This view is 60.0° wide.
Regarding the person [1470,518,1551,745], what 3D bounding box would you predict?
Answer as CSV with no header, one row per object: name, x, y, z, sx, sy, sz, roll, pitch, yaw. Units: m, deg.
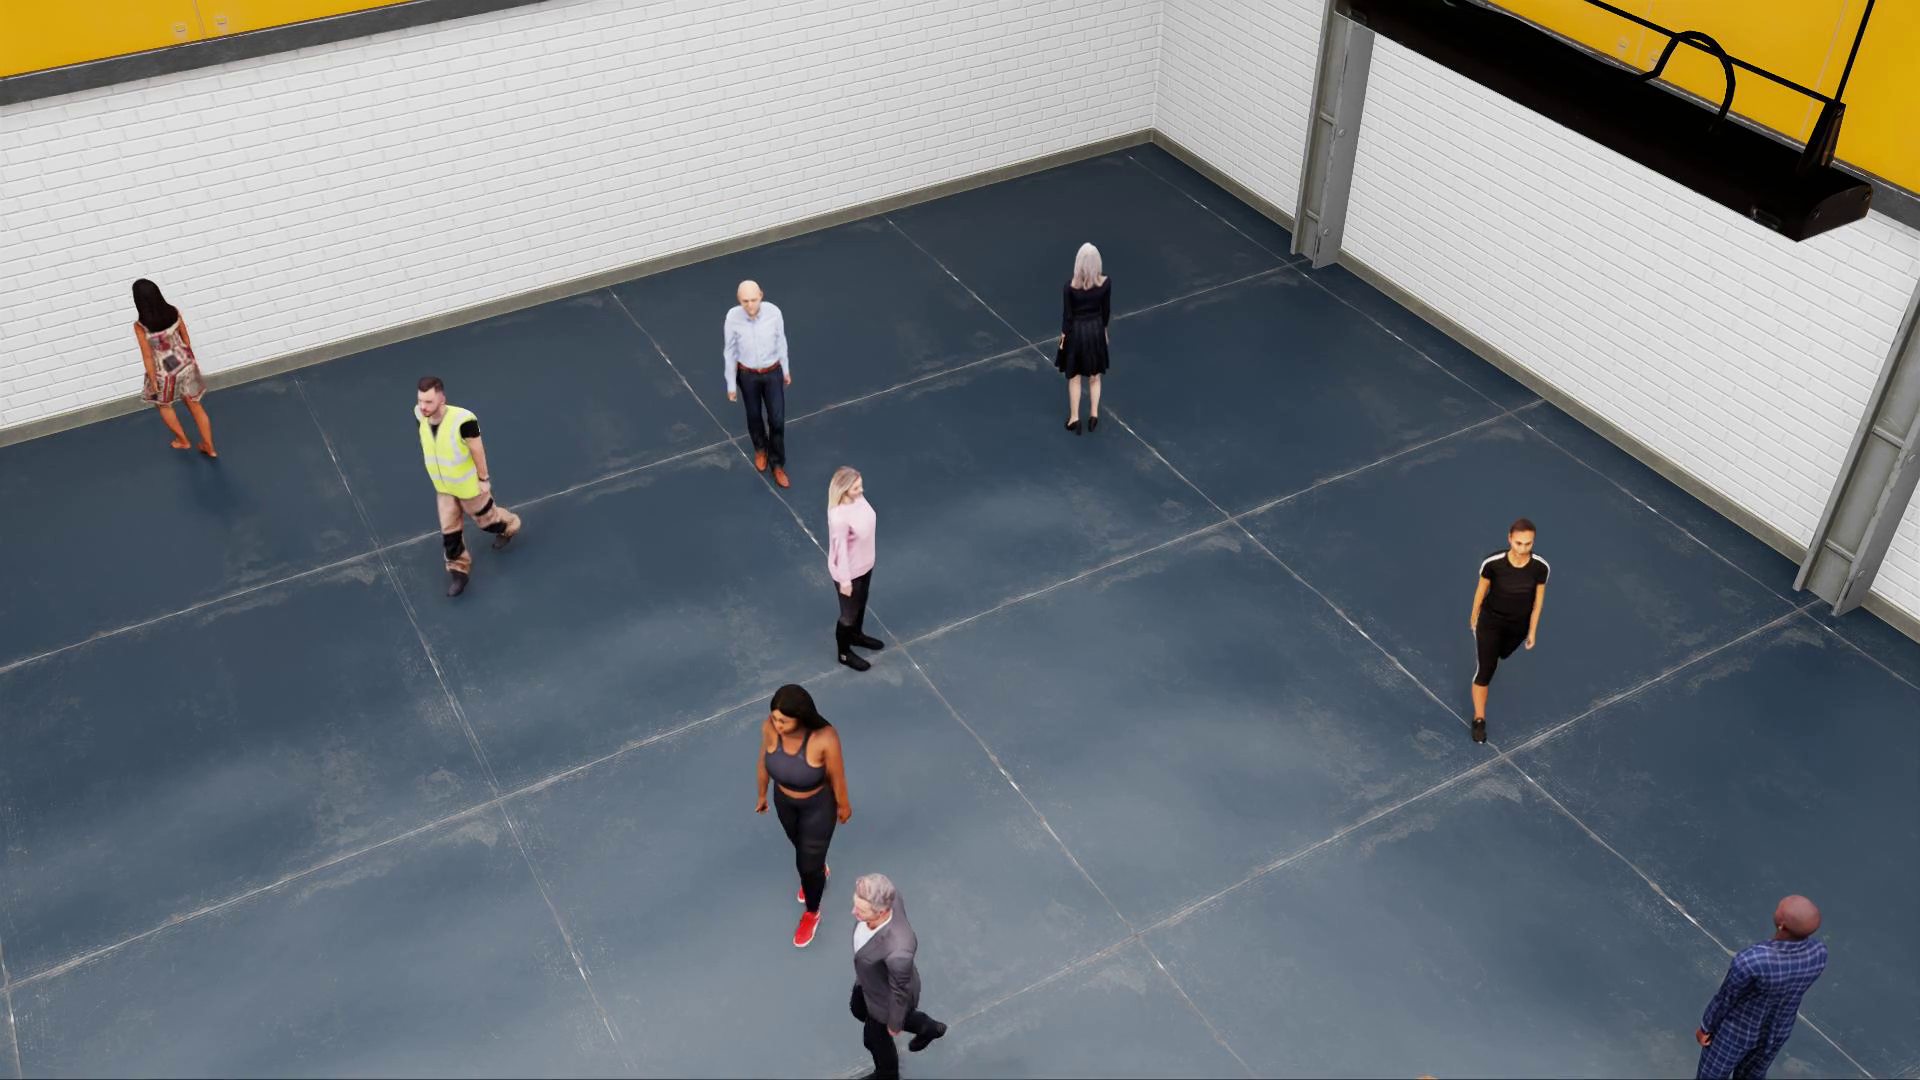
person,3.634,0.491,11.108,1.006,1.639,1.141,5,39,6

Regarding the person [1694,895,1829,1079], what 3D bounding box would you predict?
person,4.069,2.456,8.506,0.723,1.817,0.716,-6,39,-7

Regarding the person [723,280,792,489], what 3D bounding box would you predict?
person,-1.614,-1.341,13.298,0.840,1.771,0.972,-7,39,-9

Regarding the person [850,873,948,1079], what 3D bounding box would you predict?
person,-0.317,2.310,8.691,0.871,1.816,0.837,-9,40,-11

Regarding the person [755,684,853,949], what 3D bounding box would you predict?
person,-0.869,1.470,9.760,0.954,1.793,0.991,16,41,19

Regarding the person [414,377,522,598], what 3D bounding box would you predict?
person,-3.634,-0.488,12.194,1.121,1.814,1.182,13,40,16

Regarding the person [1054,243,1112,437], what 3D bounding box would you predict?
person,1.023,-1.654,13.709,0.657,1.746,0.642,-10,40,-12

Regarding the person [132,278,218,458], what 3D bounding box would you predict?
person,-6.298,-1.342,13.410,0.812,1.632,0.781,24,44,27

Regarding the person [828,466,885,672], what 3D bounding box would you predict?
person,-0.761,0.170,11.475,0.735,1.684,0.684,12,40,15
